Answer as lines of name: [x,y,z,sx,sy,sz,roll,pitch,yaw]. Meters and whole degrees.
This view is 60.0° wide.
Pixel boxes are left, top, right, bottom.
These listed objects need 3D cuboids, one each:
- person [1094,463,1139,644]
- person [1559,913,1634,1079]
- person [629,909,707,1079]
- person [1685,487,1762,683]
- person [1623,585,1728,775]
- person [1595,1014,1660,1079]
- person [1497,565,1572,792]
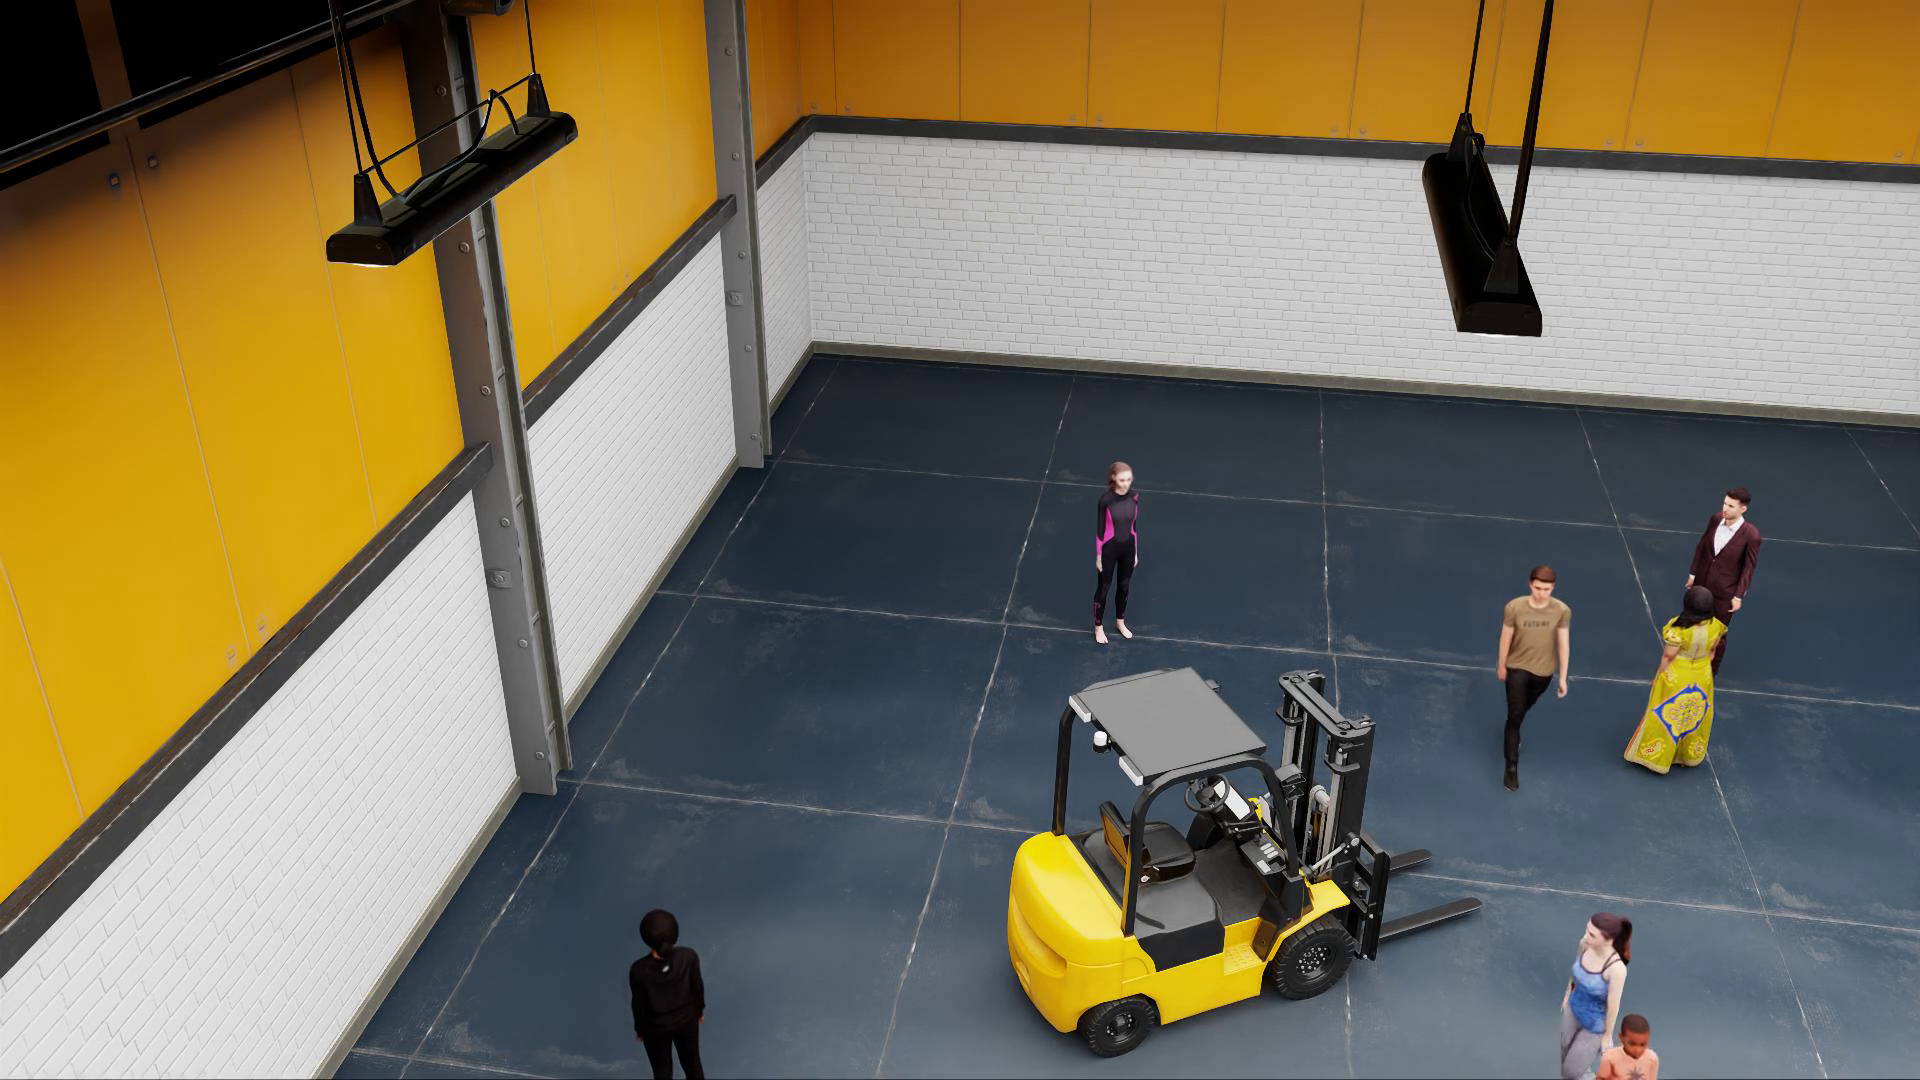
person: [1.410,0.096,14.953,0.660,1.750,0.702,-10,30,-18]
person: [3.848,2.883,10.004,0.753,1.597,0.696,-5,29,-10]
person: [-1.731,2.875,9.937,0.681,1.675,0.706,-12,31,-22]
person: [6.511,0.386,14.301,0.841,1.865,0.768,-16,33,-27]
person: [5.735,1.096,13.213,0.971,1.660,0.947,-6,29,-11]
person: [3.833,3.240,9.679,0.578,1.281,0.918,0,29,1]
person: [4.540,0.986,13.255,0.722,1.814,1.220,4,29,7]
